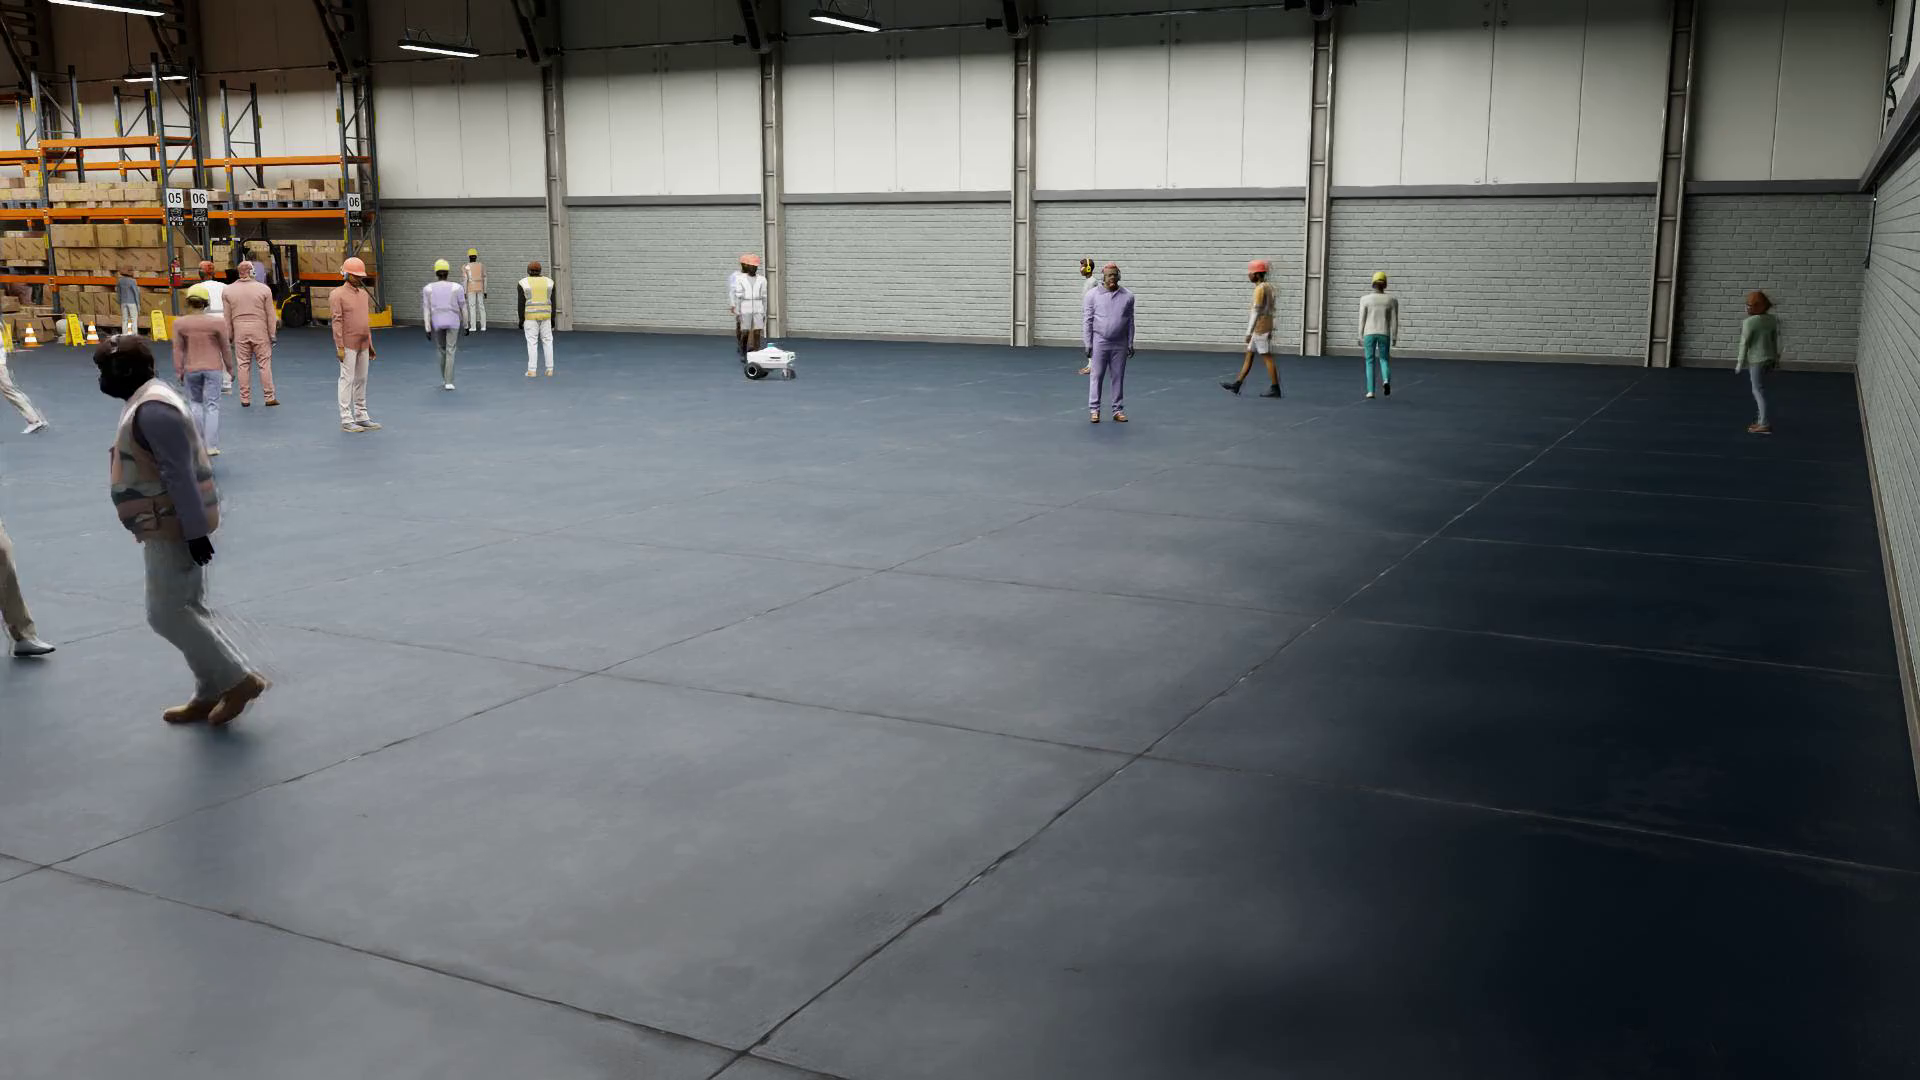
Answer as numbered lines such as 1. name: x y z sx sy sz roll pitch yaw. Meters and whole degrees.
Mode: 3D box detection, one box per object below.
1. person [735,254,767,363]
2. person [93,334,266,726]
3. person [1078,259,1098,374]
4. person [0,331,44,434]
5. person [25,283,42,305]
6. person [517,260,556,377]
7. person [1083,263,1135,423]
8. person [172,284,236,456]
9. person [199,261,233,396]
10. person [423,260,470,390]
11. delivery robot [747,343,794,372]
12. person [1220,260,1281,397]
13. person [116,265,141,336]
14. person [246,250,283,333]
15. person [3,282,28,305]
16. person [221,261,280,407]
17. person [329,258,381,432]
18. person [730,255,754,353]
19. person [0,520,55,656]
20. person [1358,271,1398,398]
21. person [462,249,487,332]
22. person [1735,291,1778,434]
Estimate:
1. person: -3.560 -3.905 28.355 0.572 1.923 0.516 -3 11 -16
2. person: -3.589 -0.032 7.595 0.554 1.801 0.665 -5 12 -26
3. person: 2.094 -3.628 27.030 0.311 1.863 0.509 -1 10 -3
4. person: -10.835 -1.963 18.679 0.888 1.592 0.525 -7 13 -34
5. person: -23.825 -6.511 42.445 0.671 1.965 0.647 5 12 27
6. person: -6.740 -3.518 26.476 0.623 1.844 0.429 -7 12 -32
7. person: 1.801 -2.362 19.991 0.641 1.908 0.407 -2 11 -12
8. person: -7.699 -1.728 16.967 0.531 1.753 0.462 -2 11 -9
9. person: -10.495 -2.962 23.330 0.355 1.883 0.574 5 11 24
10. person: -7.540 -3.160 24.433 0.590 1.875 0.989 -1 10 -4
11. delivery robot: -2.953 -2.832 25.983 0.707 0.478 0.477 2 11 10
12. person: 4.058 -2.928 23.119 0.964 1.887 0.565 4 11 20
13. person: -17.173 -4.865 34.386 0.507 1.631 0.266 3 11 15
14. person: -15.968 -5.649 37.915 0.827 1.912 0.630 2 11 8
15. person: -23.397 -6.211 41.137 1.007 1.853 0.670 5 12 27
16. person: -9.302 -2.699 21.840 0.642 1.905 0.401 -2 11 -9
17. person: -6.933 -2.234 19.077 0.394 1.985 0.611 3 11 18
18. person: -4.081 -4.458 31.520 0.551 1.875 1.043 -3 11 -16
19. person: -5.163 -0.134 8.669 0.767 1.610 0.536 5 11 24
20. person: 5.761 -2.827 22.966 0.524 1.753 0.410 1 10 4
21. person: -11.341 -5.831 38.849 0.593 1.924 0.381 -9 14 -40
22. person: 9.069 -2.011 18.884 0.534 1.608 0.439 -7 12 -32
